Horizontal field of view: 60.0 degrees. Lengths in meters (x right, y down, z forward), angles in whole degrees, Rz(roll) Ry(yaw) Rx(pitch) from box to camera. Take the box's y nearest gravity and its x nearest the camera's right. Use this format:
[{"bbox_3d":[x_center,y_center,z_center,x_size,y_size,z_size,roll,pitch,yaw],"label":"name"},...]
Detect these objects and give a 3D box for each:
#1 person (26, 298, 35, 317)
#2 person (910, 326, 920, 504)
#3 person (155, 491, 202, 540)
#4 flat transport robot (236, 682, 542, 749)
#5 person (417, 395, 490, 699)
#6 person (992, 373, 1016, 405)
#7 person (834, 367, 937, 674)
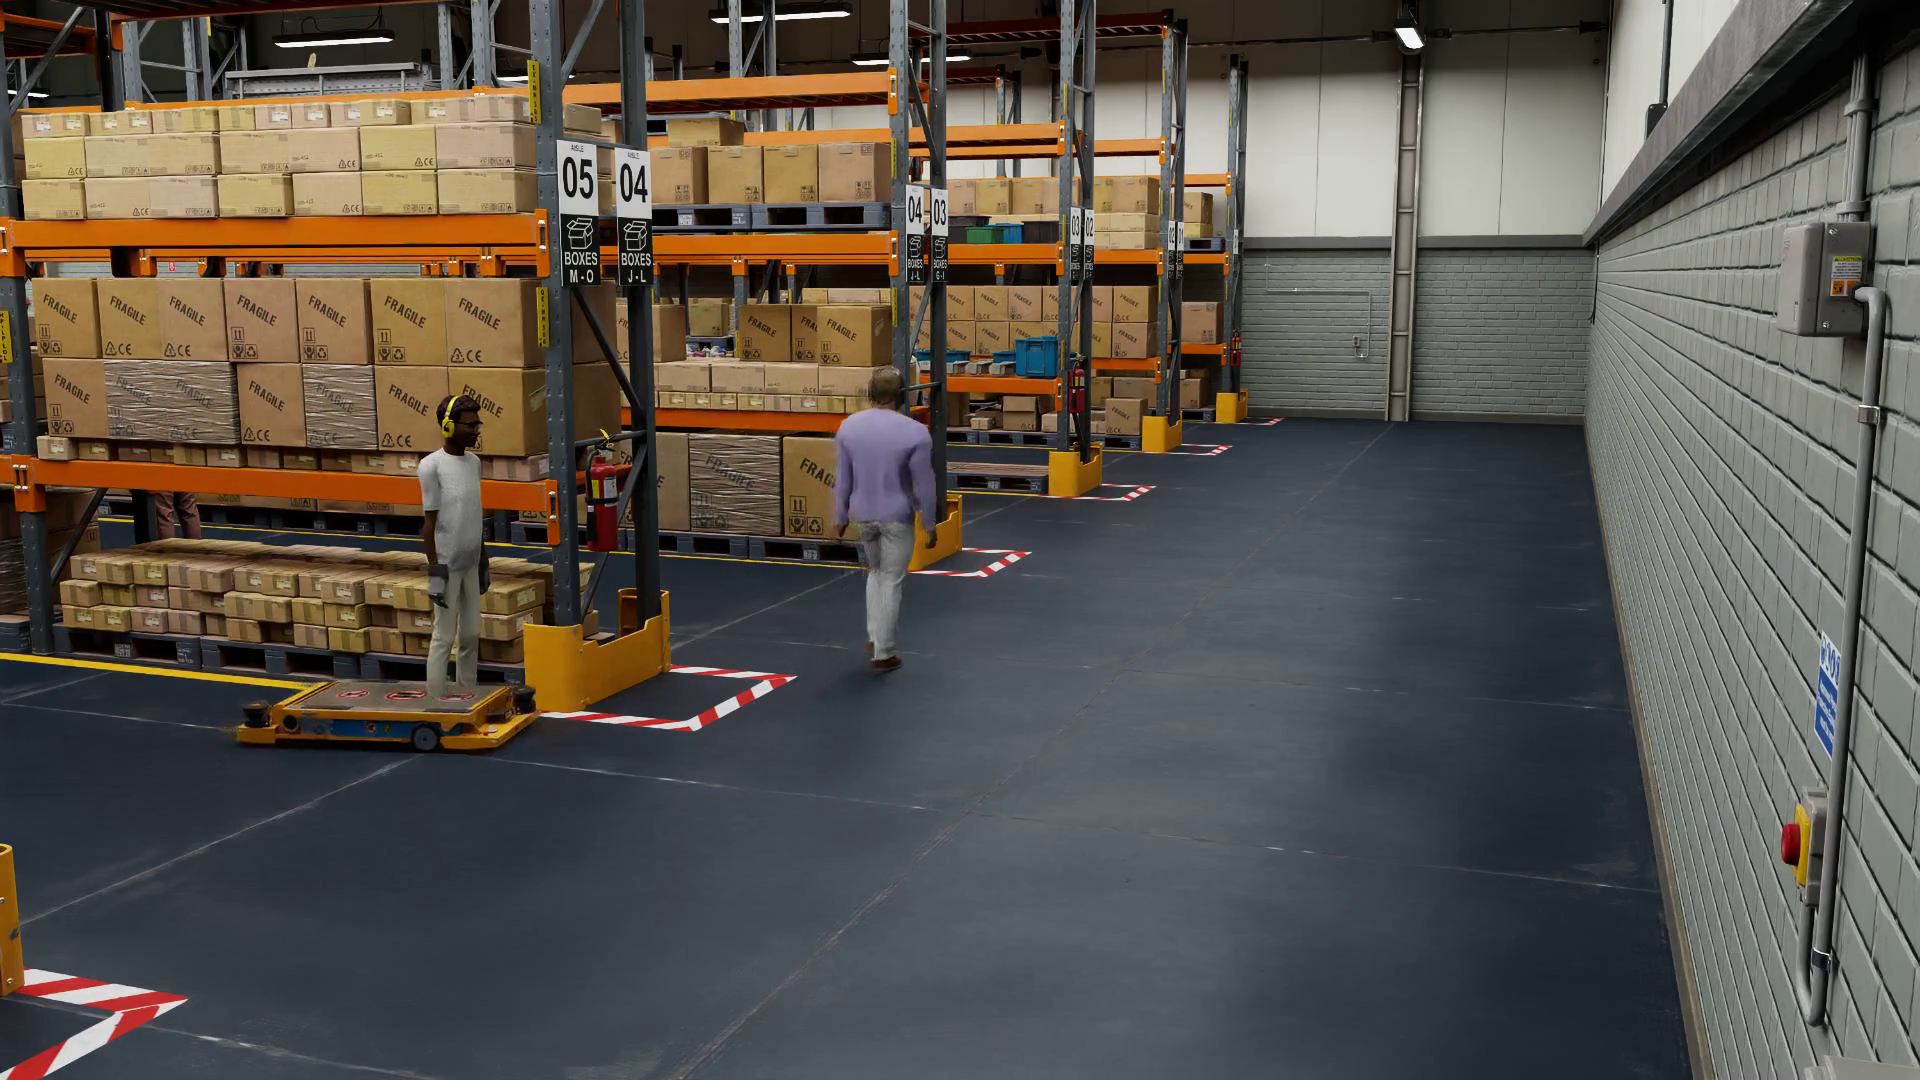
[{"bbox_3d":[-20.893,-4.452,37.254,0.393,1.991,0.626,5,10,26],"label":"person"},{"bbox_3d":[-0.601,-1.364,18.164,0.378,1.937,0.629,2,9,15],"label":"person"},{"bbox_3d":[-6.489,-0.616,13.571,0.407,1.913,0.641,4,10,22],"label":"person"},{"bbox_3d":[-3.072,0.933,9.006,1.431,0.197,0.652,1,9,6],"label":"flat transport robot"},{"bbox_3d":[-2.706,0.152,8.969,0.326,1.854,0.515,3,10,20],"label":"person"},{"bbox_3d":[0.643,-2.647,25.857,0.506,2.029,0.620,3,10,18],"label":"person"},{"bbox_3d":[-0.431,-0.129,10.493,0.661,1.920,0.580,4,10,25],"label":"person"}]
